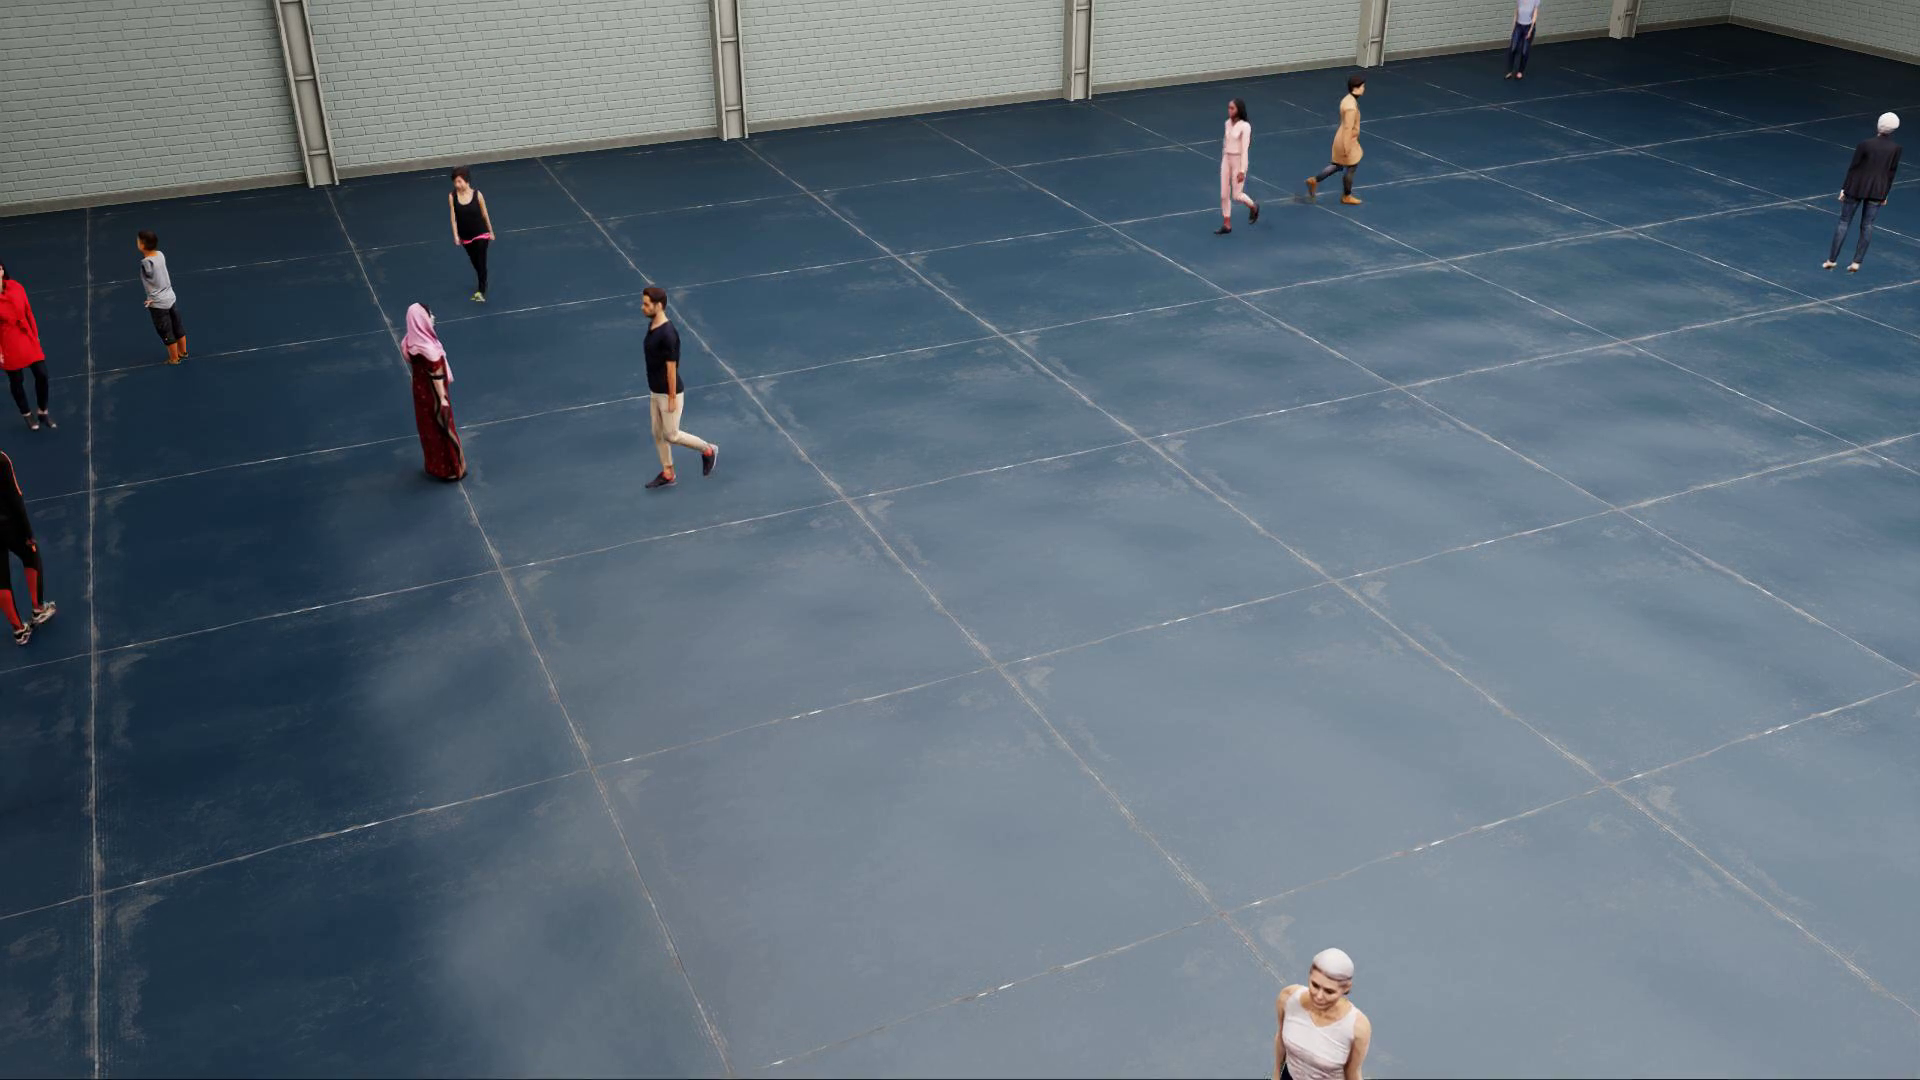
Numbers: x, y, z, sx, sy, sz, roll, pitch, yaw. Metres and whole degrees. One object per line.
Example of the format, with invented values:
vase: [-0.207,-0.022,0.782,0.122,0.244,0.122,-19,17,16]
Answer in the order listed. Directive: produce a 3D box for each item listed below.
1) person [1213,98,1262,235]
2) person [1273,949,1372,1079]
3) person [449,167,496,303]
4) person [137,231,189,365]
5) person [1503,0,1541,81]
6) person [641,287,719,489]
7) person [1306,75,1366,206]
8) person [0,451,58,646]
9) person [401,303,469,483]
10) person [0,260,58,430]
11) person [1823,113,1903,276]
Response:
person: [3.516,-4.678,20.878,0.924,1.706,0.697,-17,32,-28]
person: [1.647,2.462,7.528,1.039,1.652,1.240,17,32,28]
person: [-5.496,-3.504,18.876,1.066,1.514,0.959,-1,28,-2]
person: [-8.242,-2.545,17.137,0.664,1.457,0.651,3,28,6]
person: [9.736,-8.779,28.582,0.751,1.701,0.853,18,33,30]
person: [-2.466,-1.307,14.407,0.943,1.838,0.741,-18,33,-30]
person: [5.021,-5.283,22.015,1.107,1.704,0.924,1,28,1]
person: [-7.029,-0.049,12.090,0.771,1.796,0.806,-6,29,-11]
person: [-4.648,-1.305,14.614,0.649,1.639,0.702,-18,33,-30]
person: [-8.859,-1.837,15.515,0.826,1.732,0.752,19,34,32]
person: [9.695,-3.742,17.876,0.818,1.782,0.793,8,29,15]
